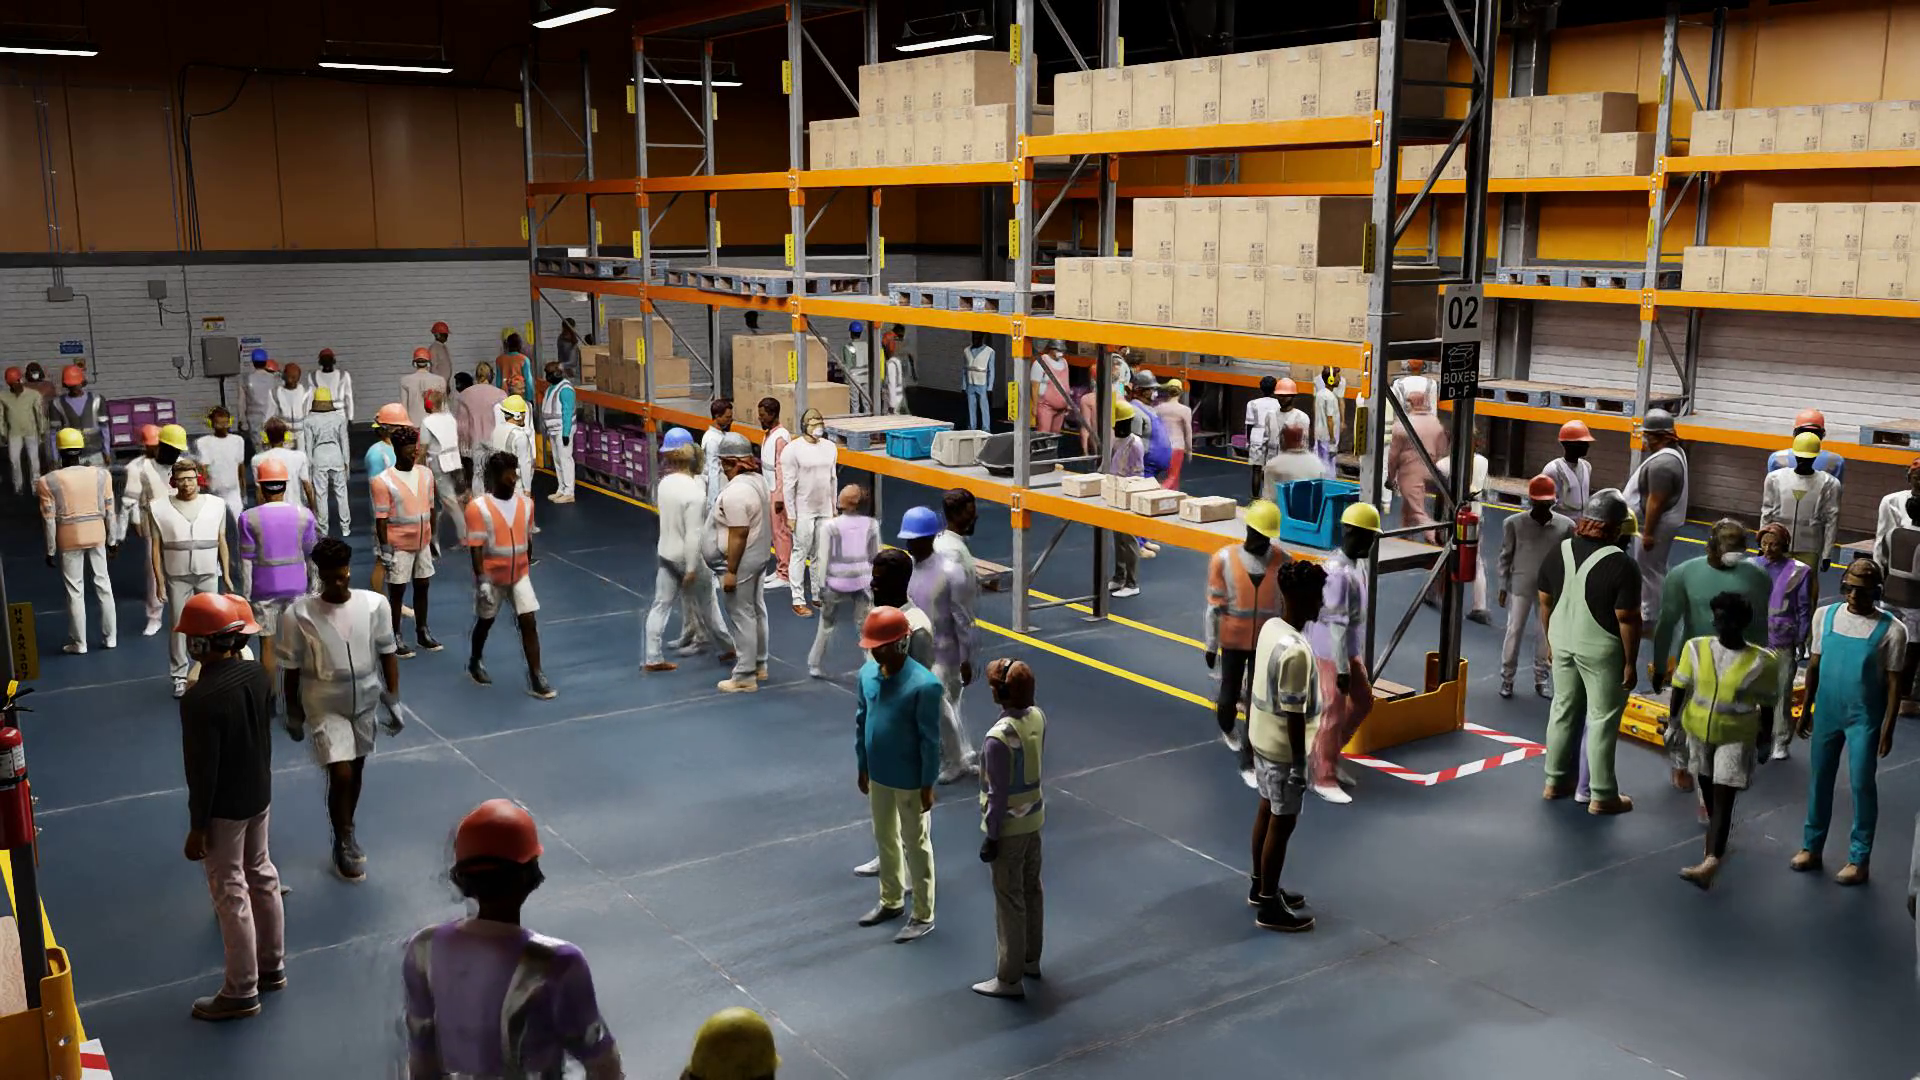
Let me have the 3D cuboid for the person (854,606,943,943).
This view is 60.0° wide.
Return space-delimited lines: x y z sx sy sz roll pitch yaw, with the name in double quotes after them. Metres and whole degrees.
-0.343 1.185 8.566 0.574 1.739 0.350 10 15 42 "person"

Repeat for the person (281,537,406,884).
-3.423 0.937 9.334 0.608 1.923 0.740 -10 15 -41 "person"

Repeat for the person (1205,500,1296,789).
1.907 0.635 11.040 0.598 1.886 0.794 0 11 -1 "person"

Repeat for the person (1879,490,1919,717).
7.064 0.464 12.385 0.320 1.692 0.538 -3 11 -14 "person"

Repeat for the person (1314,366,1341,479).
4.552 -1.227 20.570 0.320 1.871 0.533 -1 11 -6 "person"

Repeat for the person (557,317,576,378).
-6.837 -2.921 29.067 0.370 1.938 0.627 -5 12 -24 "person"

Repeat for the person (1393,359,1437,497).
5.983 -1.499 21.927 0.574 1.885 0.356 3 11 14 "person"

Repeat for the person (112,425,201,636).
-7.015 -0.065 14.585 0.761 1.885 0.693 -9 14 -40 "person"

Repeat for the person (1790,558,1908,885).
4.961 0.995 9.287 0.338 1.839 0.509 -8 14 -36 "person"

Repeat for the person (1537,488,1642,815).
3.985 0.674 10.400 0.538 2.000 0.689 -7 13 -31 "person"

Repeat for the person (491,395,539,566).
-4.703 -0.621 17.605 0.586 1.824 0.404 11 15 43 "person"

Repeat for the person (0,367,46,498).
-12.356 -1.419 21.903 0.585 1.725 0.606 -4 12 -20 "person"

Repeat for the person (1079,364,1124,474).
1.729 -1.142 20.015 0.642 1.930 1.038 -3 11 -14 "person"

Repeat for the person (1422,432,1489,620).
4.639 -0.173 15.440 0.556 1.783 1.043 -2 11 -12 "person"

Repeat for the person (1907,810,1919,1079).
4.049 1.471 6.716 0.402 1.894 0.649 -1 11 -6 "person"

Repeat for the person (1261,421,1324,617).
2.947 -0.108 14.790 0.645 1.897 0.527 -5 12 -26 "person"

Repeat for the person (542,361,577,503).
-5.198 -1.403 21.582 0.429 1.832 0.630 -7 13 -33 "person"

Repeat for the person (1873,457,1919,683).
7.416 0.266 12.919 0.585 1.879 0.373 5 12 25 "person"

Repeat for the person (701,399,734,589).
-2.412 -0.457 16.538 0.399 1.906 0.603 0 11 -1 "person"

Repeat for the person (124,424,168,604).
-7.617 -0.242 15.871 0.473 1.732 0.587 10 15 40 "person"

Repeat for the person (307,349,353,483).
-8.719 -1.708 23.023 0.580 1.869 0.441 -3 11 -13 "person"

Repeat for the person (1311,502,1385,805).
2.443 0.705 10.583 0.414 1.903 0.692 5 12 24 "person"

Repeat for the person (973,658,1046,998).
0.250 1.360 7.922 0.306 1.640 0.522 5 12 25 "person"

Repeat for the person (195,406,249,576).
-7.477 -0.473 16.878 0.511 1.818 0.914 -9 14 -39 "person"

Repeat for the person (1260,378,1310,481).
3.541 -0.810 18.251 0.550 1.942 0.346 9 14 37 "person"

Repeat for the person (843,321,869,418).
-1.709 -2.664 27.722 0.604 1.949 0.389 -9 14 -40 "person"

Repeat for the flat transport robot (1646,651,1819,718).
6.133 1.077 12.883 0.652 0.197 1.431 -6 12 -26 "flat transport robot"

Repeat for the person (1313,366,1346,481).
5.055 -1.642 22.785 0.343 1.838 0.510 -10 15 -43 "person"

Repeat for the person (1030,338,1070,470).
1.338 -2.002 24.097 0.537 2.000 0.700 11 15 43 "person"

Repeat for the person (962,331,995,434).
0.295 -2.488 26.893 0.591 1.922 0.392 7 13 32 "person"

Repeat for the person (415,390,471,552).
-5.808 -0.758 18.367 0.953 1.793 0.572 2 11 12 "person"

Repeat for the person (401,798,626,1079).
-1.291 1.746 5.043 0.626 1.976 1.080 6 13 28 "person"

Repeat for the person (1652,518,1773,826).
4.655 0.774 10.346 0.656 1.884 1.074 3 12 17 "person"

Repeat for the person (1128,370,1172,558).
2.037 -0.837 18.137 0.538 2.000 0.683 3 11 15 "person"

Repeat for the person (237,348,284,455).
-9.482 -1.653 22.641 0.600 1.917 0.921 -7 13 -34 "person"

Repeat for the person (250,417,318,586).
-6.257 -0.212 15.458 0.554 1.836 0.716 -6 12 -27 "person"

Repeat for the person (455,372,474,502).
-6.415 -1.349 21.661 0.370 1.682 0.540 -3 12 -16 "person"

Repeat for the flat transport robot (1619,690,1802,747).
5.401 1.238 12.061 1.431 0.197 0.652 -6 12 -26 "flat transport robot"

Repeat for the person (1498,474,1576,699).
4.415 0.359 12.749 0.567 1.750 0.341 2 11 9 "person"

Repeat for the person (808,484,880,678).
-0.905 0.349 13.216 0.555 1.605 0.608 -5 12 -24 "person"

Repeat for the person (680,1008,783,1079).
-0.587 2.027 4.281 0.492 1.730 0.324 6 13 30 "person"

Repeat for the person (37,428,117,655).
-7.453 0.011 14.085 0.362 1.928 0.587 10 15 42 "person"

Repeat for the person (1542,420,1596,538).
5.306 -0.082 14.525 0.545 1.942 0.351 -7 13 -33 "person"
